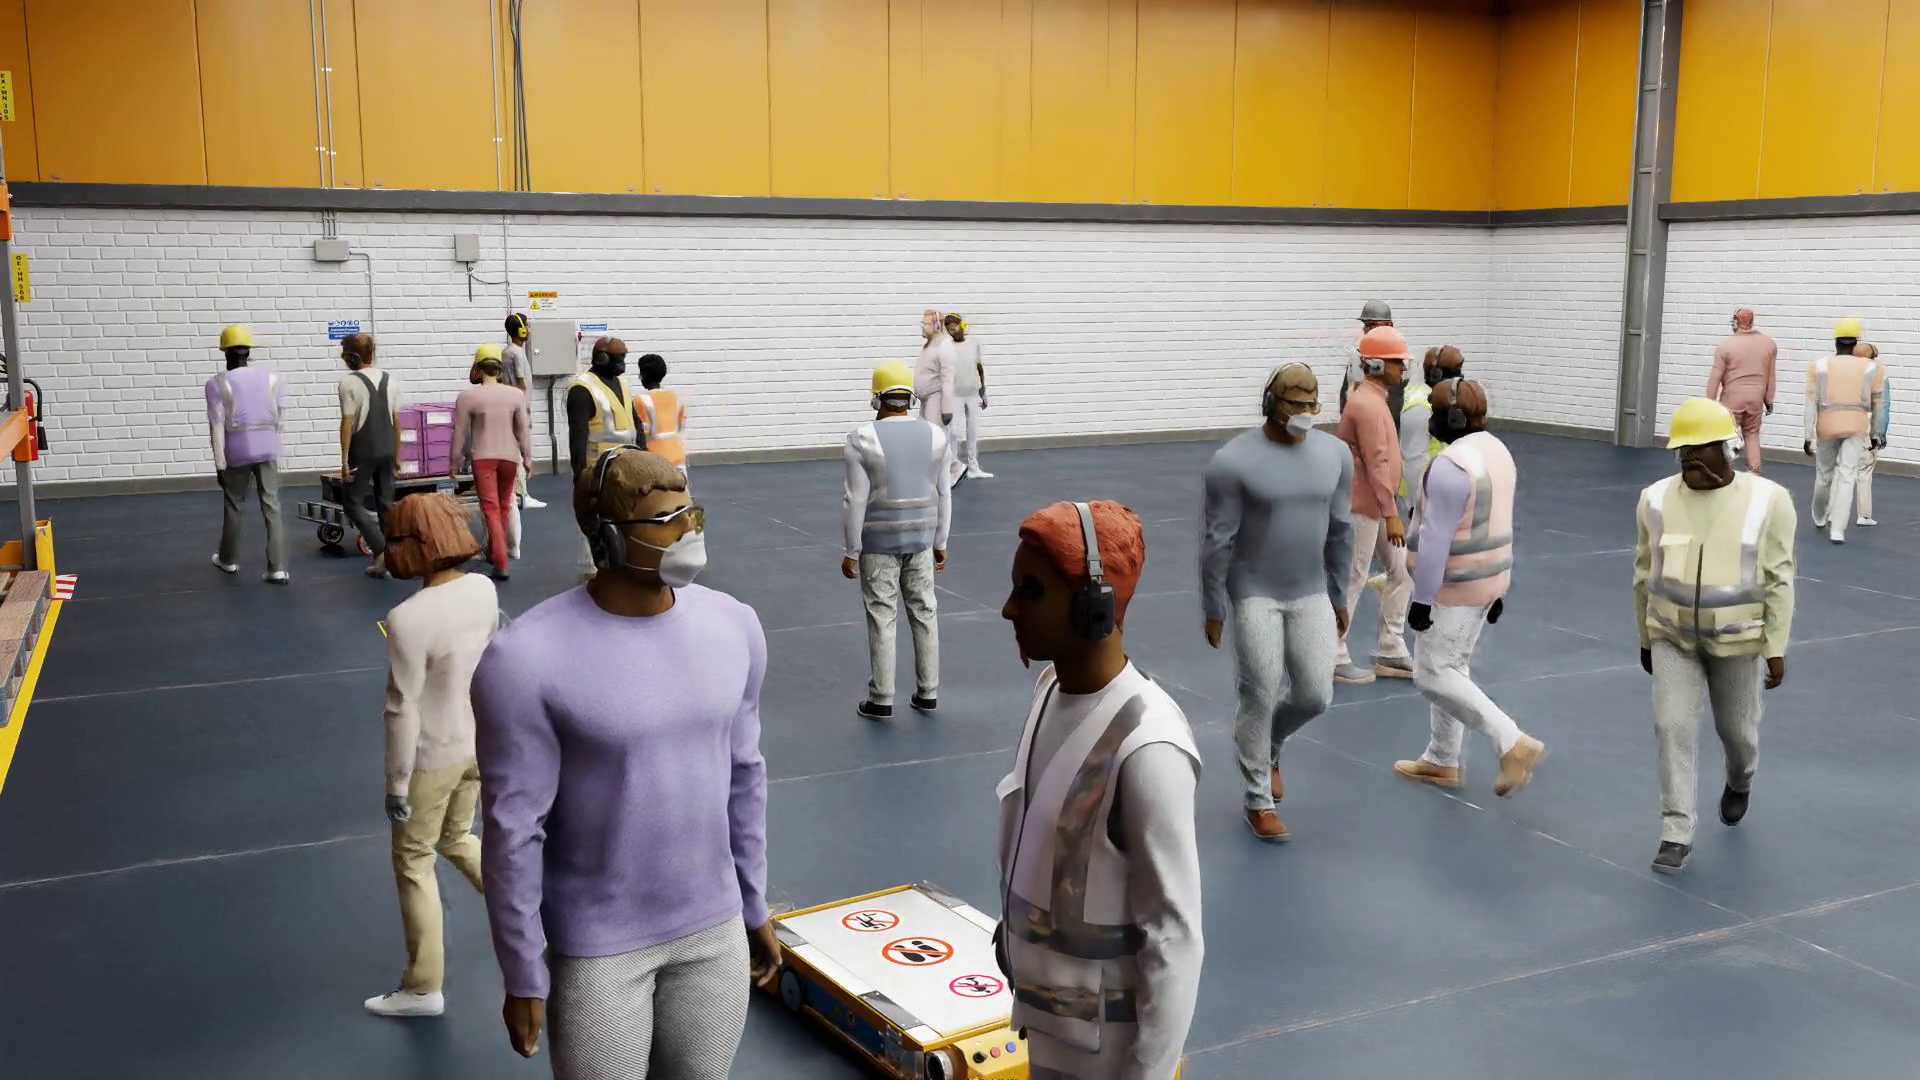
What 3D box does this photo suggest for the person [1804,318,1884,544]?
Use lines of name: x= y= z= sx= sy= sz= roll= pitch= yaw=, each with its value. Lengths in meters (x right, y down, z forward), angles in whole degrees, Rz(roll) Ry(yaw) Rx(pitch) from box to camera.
person: x=7.479 y=-0.940 z=14.132 sx=0.605 sy=1.860 sz=1.048 roll=4 pitch=10 yaw=24

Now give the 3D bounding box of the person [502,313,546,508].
person: x=-4.224 y=-1.243 z=16.014 sx=0.318 sy=1.874 sz=0.531 roll=-5 pitch=10 yaw=-29

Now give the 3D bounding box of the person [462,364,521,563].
person: x=-3.660 y=-0.637 z=12.999 sx=0.266 sy=1.631 sz=0.507 roll=8 pitch=12 yaw=41

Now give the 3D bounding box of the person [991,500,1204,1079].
person: x=0.230 y=0.860 z=2.931 sx=0.337 sy=1.882 sz=0.585 roll=-3 pitch=9 yaw=-15

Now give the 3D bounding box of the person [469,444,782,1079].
person: x=-0.624 y=0.777 z=3.273 sx=0.635 sy=1.939 sz=0.359 roll=-8 pitch=12 yaw=-42

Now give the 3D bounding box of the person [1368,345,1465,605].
person: x=2.856 y=-0.296 z=10.286 sx=0.587 sy=1.827 sz=0.646 roll=6 pitch=11 yaw=33

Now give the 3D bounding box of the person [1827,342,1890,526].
person: x=8.009 y=-0.942 z=14.869 sx=0.311 sy=1.638 sz=0.523 roll=-9 pitch=13 yaw=-44

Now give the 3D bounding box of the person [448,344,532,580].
person: x=-3.537 y=-0.597 z=12.441 sx=0.550 sy=1.723 sz=0.899 roll=-7 pitch=11 yaw=-37

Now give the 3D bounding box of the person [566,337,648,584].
person: x=-2.405 y=-0.530 z=11.819 sx=0.809 sy=1.804 sz=0.616 roll=3 pitch=10 yaw=16

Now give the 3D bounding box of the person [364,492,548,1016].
person: x=-1.545 y=0.655 z=5.014 sx=0.493 sy=1.617 sz=0.520 roll=3 pitch=10 yaw=17

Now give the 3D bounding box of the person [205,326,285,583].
person: x=-5.254 y=-0.634 z=12.245 sx=0.580 sy=1.865 sz=0.974 roll=-8 pitch=12 yaw=-42

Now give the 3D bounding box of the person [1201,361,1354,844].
person: x=1.261 y=0.237 z=6.690 sx=0.653 sy=1.921 sz=0.507 roll=-2 pitch=9 yaw=-14

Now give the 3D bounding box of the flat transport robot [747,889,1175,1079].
flat transport robot: x=-0.074 y=1.339 z=4.949 sx=0.652 sy=0.197 sz=1.431 roll=-6 pitch=11 yaw=-33

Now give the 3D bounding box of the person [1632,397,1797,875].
person: x=2.908 y=0.341 z=6.436 sx=0.588 sy=1.802 sz=0.766 roll=6 pitch=11 yaw=32

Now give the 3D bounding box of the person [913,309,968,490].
person: x=-0.209 y=-1.359 z=16.649 sx=0.526 sy=1.898 sz=0.653 roll=-3 pitch=10 yaw=-16

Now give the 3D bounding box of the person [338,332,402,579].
person: x=-4.260 y=-0.592 z=12.118 sx=0.462 sy=1.832 sz=0.536 roll=7 pitch=11 yaw=37

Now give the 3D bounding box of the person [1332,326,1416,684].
person: x=2.328 y=-0.167 z=9.047 sx=0.767 sy=1.967 sz=0.623 roll=3 pitch=10 yaw=20

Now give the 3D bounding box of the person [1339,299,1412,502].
person: x=3.532 y=-1.062 z=14.375 sx=0.678 sy=2.000 sz=0.537 roll=-8 pitch=12 yaw=-40

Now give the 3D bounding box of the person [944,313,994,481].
person: x=0.101 y=-1.546 z=18.057 sx=0.691 sy=1.833 sz=0.342 roll=-4 pitch=10 yaw=-24

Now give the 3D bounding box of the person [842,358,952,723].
person: x=-0.329 y=0.004 z=8.405 sx=0.599 sy=1.830 sz=0.403 roll=-5 pitch=10 yaw=-28

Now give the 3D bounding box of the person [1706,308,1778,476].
person: x=8.102 y=-1.461 z=17.302 sx=0.686 sy=1.897 sz=0.441 roll=0 pitch=9 yaw=-2

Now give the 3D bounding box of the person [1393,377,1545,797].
person: x=2.194 y=0.217 z=7.119 sx=0.617 sy=1.823 sz=0.636 roll=7 pitch=11 yaw=37

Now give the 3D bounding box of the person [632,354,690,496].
person: x=-2.310 y=-0.575 z=12.555 sx=0.879 sy=1.643 sz=0.548 roll=7 pitch=11 yaw=36
